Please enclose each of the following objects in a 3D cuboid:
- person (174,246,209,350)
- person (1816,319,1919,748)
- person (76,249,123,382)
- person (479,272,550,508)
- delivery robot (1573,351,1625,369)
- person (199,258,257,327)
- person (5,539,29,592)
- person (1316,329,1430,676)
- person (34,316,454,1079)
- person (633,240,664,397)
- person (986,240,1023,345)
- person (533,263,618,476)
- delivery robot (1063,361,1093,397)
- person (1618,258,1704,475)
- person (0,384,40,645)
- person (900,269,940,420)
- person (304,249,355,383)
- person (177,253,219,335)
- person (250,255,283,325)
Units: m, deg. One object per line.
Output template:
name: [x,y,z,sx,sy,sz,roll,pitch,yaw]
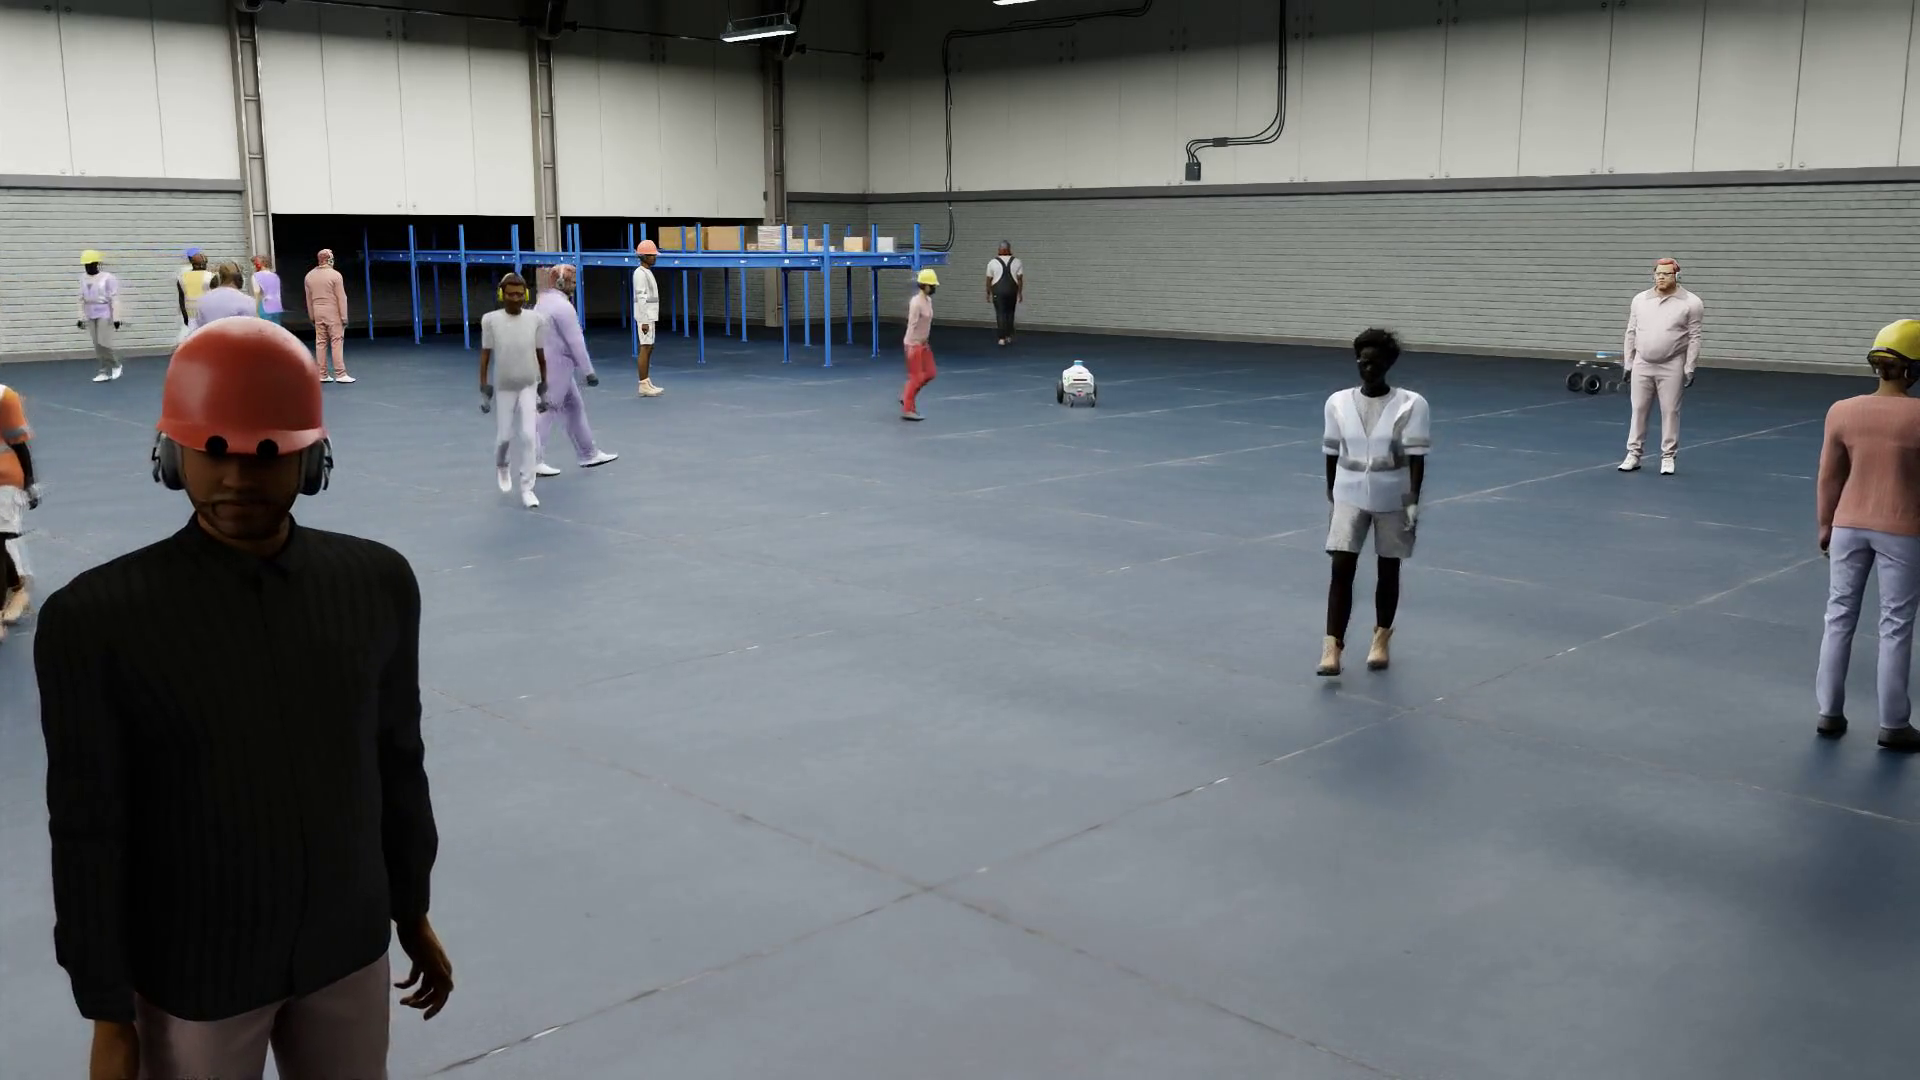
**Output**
person: [-13.074,-4.034,28.361,0.614,1.924,0.838,2,11,13]
person: [3.842,-0.029,6.934,0.325,1.769,0.524,-7,13,-35]
person: [-12.489,-3.243,24.082,0.585,1.904,0.431,4,11,19]
person: [-3.552,-1.211,13.220,0.541,1.838,0.725,-4,11,-22]
delivery robot: [8.680,-2.441,22.543,0.698,0.223,0.335,-2,11,-11]
person: [-6.656,-1.576,15.004,0.642,1.914,0.793,5,11,24]
person: [-5.981,-0.579,9.608,1.037,1.883,0.650,-1,10,-4]
person: [1.945,-0.162,7.925,0.541,1.660,0.816,5,11,25]
person: [-1.082,0.648,2.628,0.392,1.991,0.612,9,13,39]
person: [-4.119,-2.938,22.044,0.379,2.041,0.616,0,10,-2]
person: [0.840,-4.845,32.565,0.703,2.000,0.901,-2,11,-9]
person: [-3.458,-1.509,14.764,0.988,1.851,0.656,-5,12,-28]
delivery robot: [1.485,-2.015,20.930,0.477,0.478,0.707,0,10,0]
person: [6.231,-1.548,14.832,0.636,1.911,0.406,8,13,37]
person: [-5.134,-0.304,8.777,0.544,1.647,0.818,0,10,-2]
person: [-0.451,-2.241,19.084,0.479,1.732,0.538,4,11,19]
person: [-9.063,-3.217,23.931,0.636,1.911,0.404,4,11,19]
person: [-11.276,-3.339,24.780,0.633,1.842,0.429,1,10,4]
person: [-10.520,-3.412,25.243,0.478,1.810,0.608,4,11,20]
